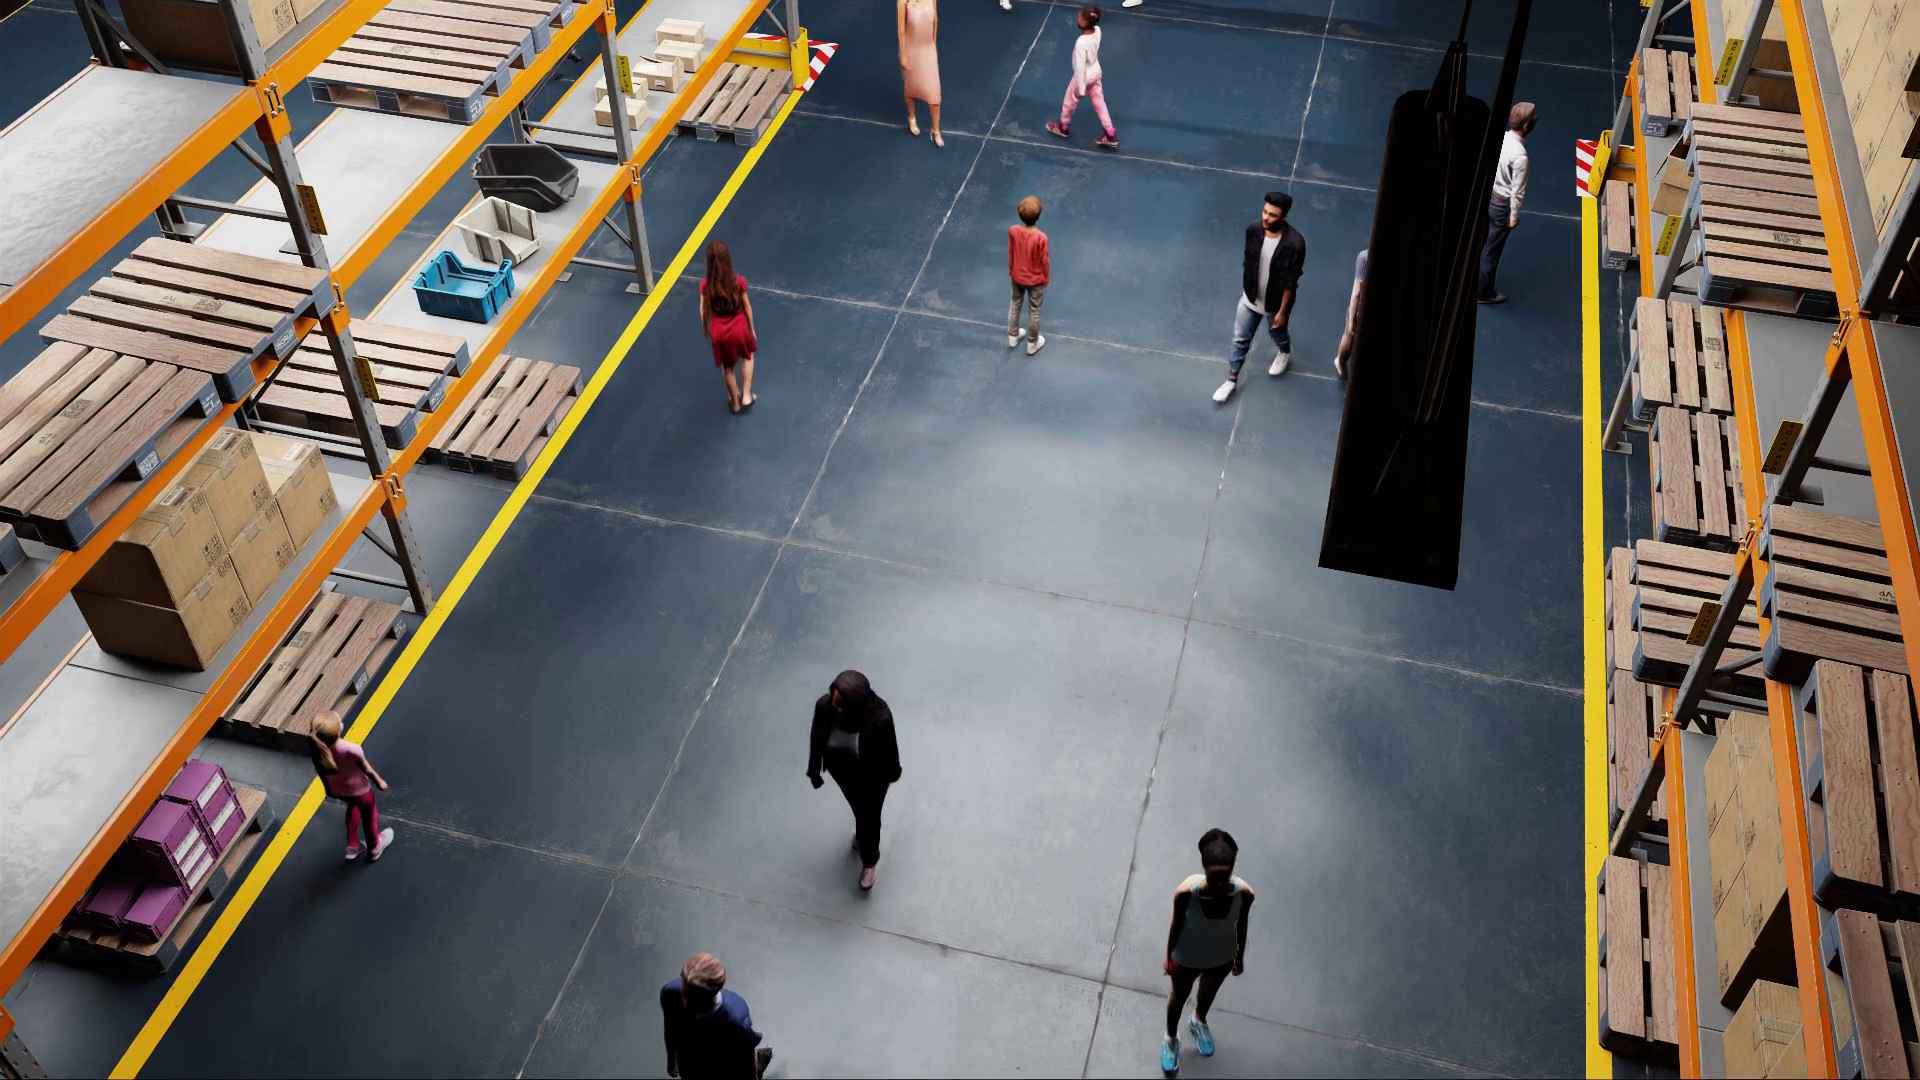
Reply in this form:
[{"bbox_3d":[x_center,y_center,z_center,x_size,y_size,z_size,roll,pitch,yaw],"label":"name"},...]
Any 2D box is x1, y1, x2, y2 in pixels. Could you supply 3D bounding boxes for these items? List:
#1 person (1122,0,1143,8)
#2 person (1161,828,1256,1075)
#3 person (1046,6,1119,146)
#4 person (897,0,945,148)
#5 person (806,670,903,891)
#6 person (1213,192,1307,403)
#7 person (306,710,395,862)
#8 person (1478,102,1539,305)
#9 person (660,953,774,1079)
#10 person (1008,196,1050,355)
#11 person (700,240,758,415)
[{"bbox_3d":[1.903,-6.615,18.013,0.791,1.630,0.713,-18,46,-18],"label":"person"},{"bbox_3d":[1.273,2.139,8.724,0.684,1.769,0.736,-3,44,-3],"label":"person"},{"bbox_3d":[1.276,-4.403,15.849,0.894,1.413,1.007,30,51,28],"label":"person"},{"bbox_3d":[-0.449,-4.701,15.873,0.837,1.812,0.933,-14,45,-15],"label":"person"},{"bbox_3d":[-0.573,1.257,9.774,0.669,1.598,0.762,11,45,11],"label":"person"},{"bbox_3d":[2.477,-1.953,13.014,1.009,1.776,1.253,29,51,27],"label":"person"},{"bbox_3d":[-3.605,1.490,9.772,0.490,1.263,0.550,11,45,12],"label":"person"},{"bbox_3d":[4.503,-2.830,13.903,0.801,1.820,0.699,-13,45,-13],"label":"person"},{"bbox_3d":[-1.187,2.544,8.244,0.873,1.845,1.150,23,48,22],"label":"person"},{"bbox_3d":[0.549,-2.144,13.473,0.566,1.419,0.549,22,48,21],"label":"person"},{"bbox_3d":[-1.774,-1.589,12.799,0.662,1.546,0.717,-4,44,-4],"label":"person"}]
